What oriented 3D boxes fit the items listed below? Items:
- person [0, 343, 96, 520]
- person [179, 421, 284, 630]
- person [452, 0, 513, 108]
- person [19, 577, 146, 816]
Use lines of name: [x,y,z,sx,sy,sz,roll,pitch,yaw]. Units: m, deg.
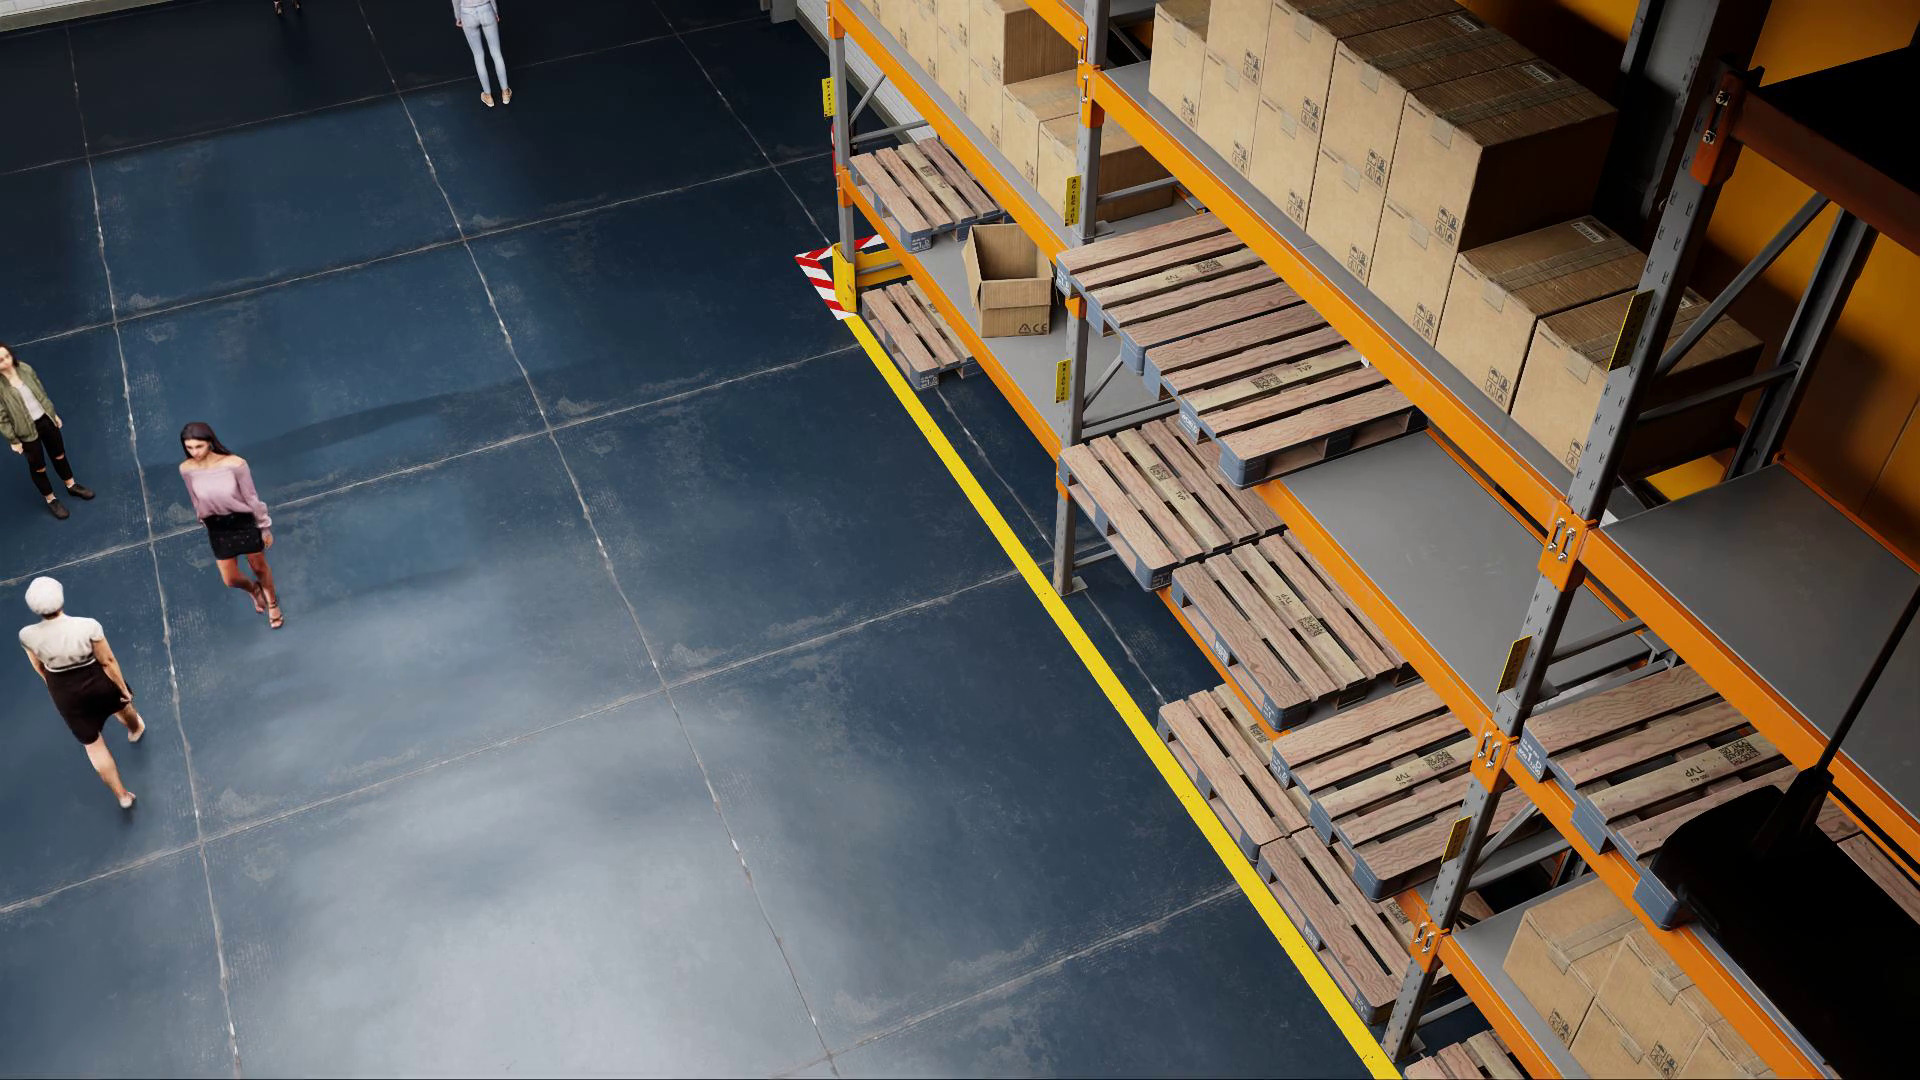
person: [-6.749,-0.826,12.091,0.696,1.476,0.657,19,47,19]
person: [-4.822,-0.127,11.121,0.687,1.802,0.689,-8,44,-9]
person: [-4.751,-5.144,16.392,0.602,1.796,0.521,-14,45,-15]
person: [-5.268,0.978,10.029,0.668,1.709,1.068,-15,46,-15]
